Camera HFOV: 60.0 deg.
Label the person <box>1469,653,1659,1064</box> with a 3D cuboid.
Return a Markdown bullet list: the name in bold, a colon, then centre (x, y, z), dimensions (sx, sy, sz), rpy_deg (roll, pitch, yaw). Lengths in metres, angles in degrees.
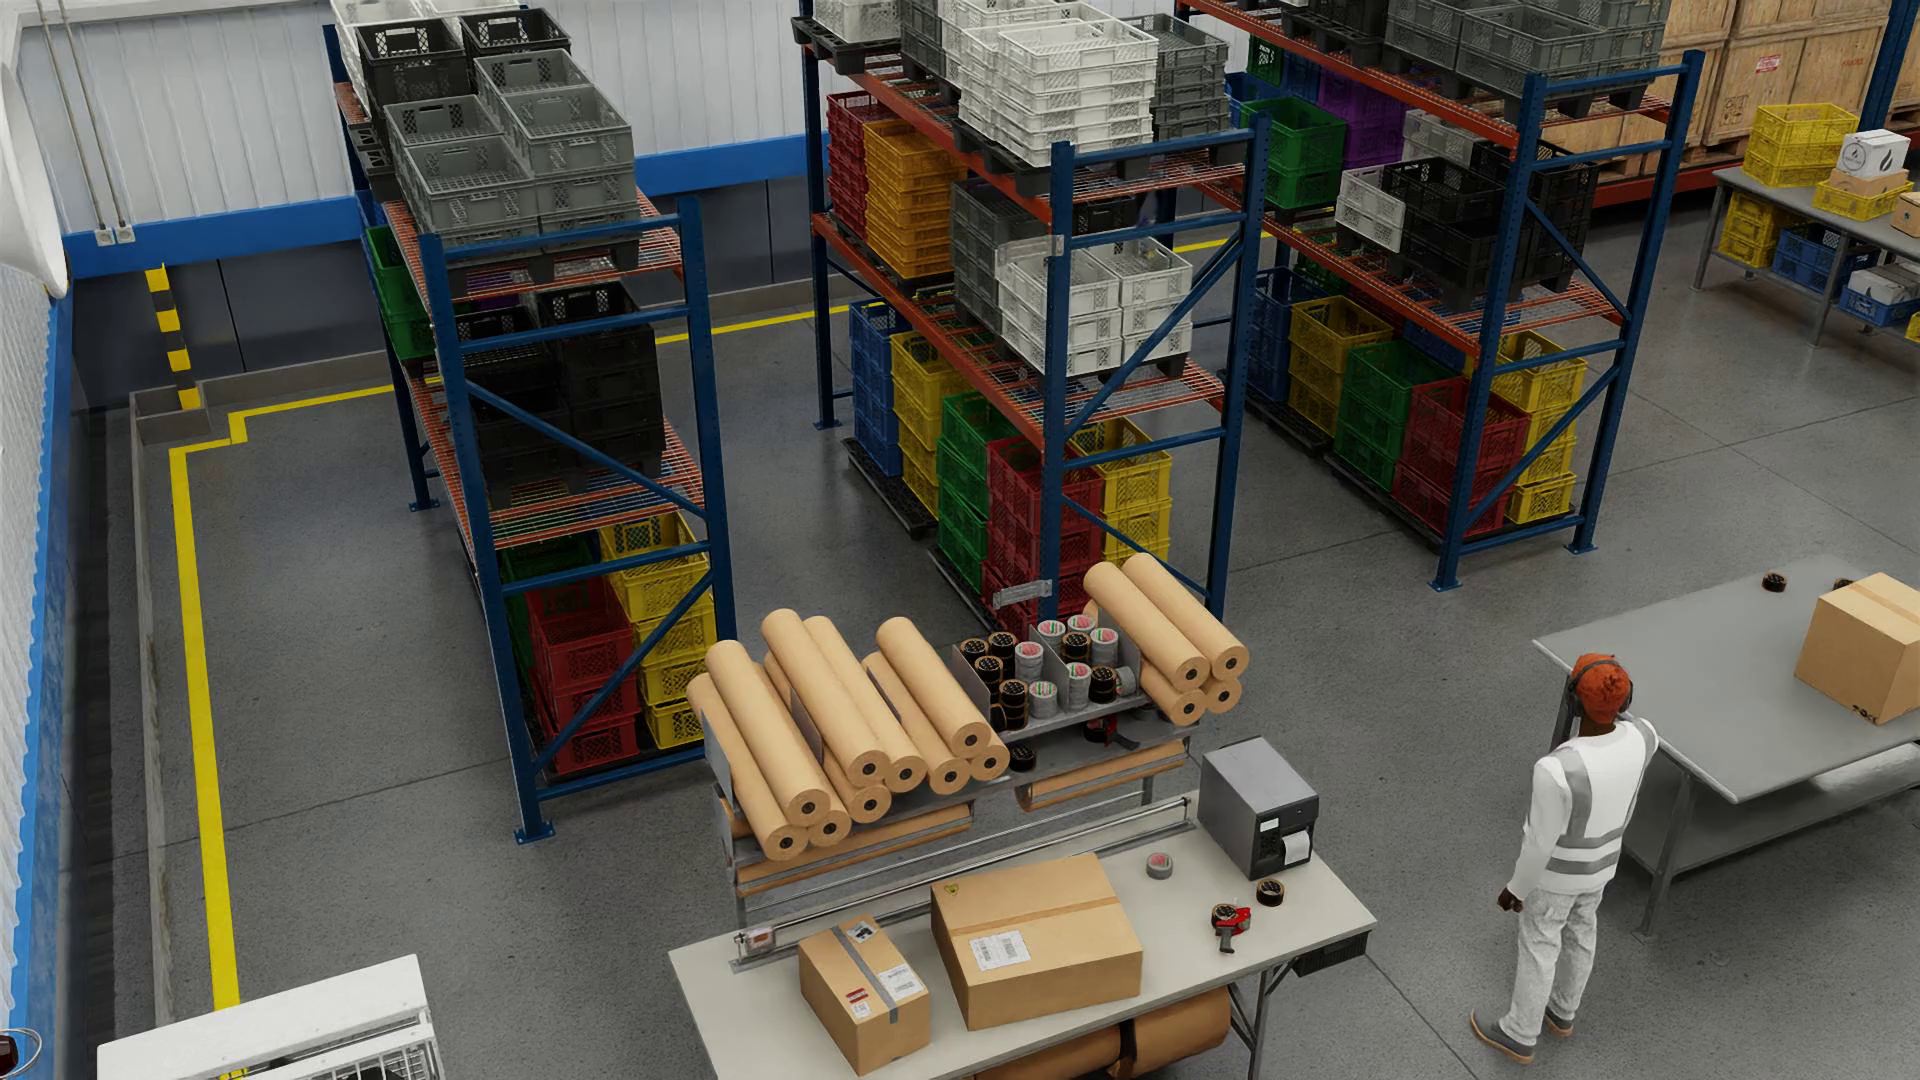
- **person**: centre (2.326, 1.245, 6.410), dimensions (0.573, 1.882, 0.360), rpy_deg (-17, 35, -25)

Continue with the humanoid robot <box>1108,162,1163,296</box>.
- **humanoid robot**: centre (1.247, -2.230, 12.247), dimensions (0.677, 1.643, 0.443), rpy_deg (27, 41, 37)
